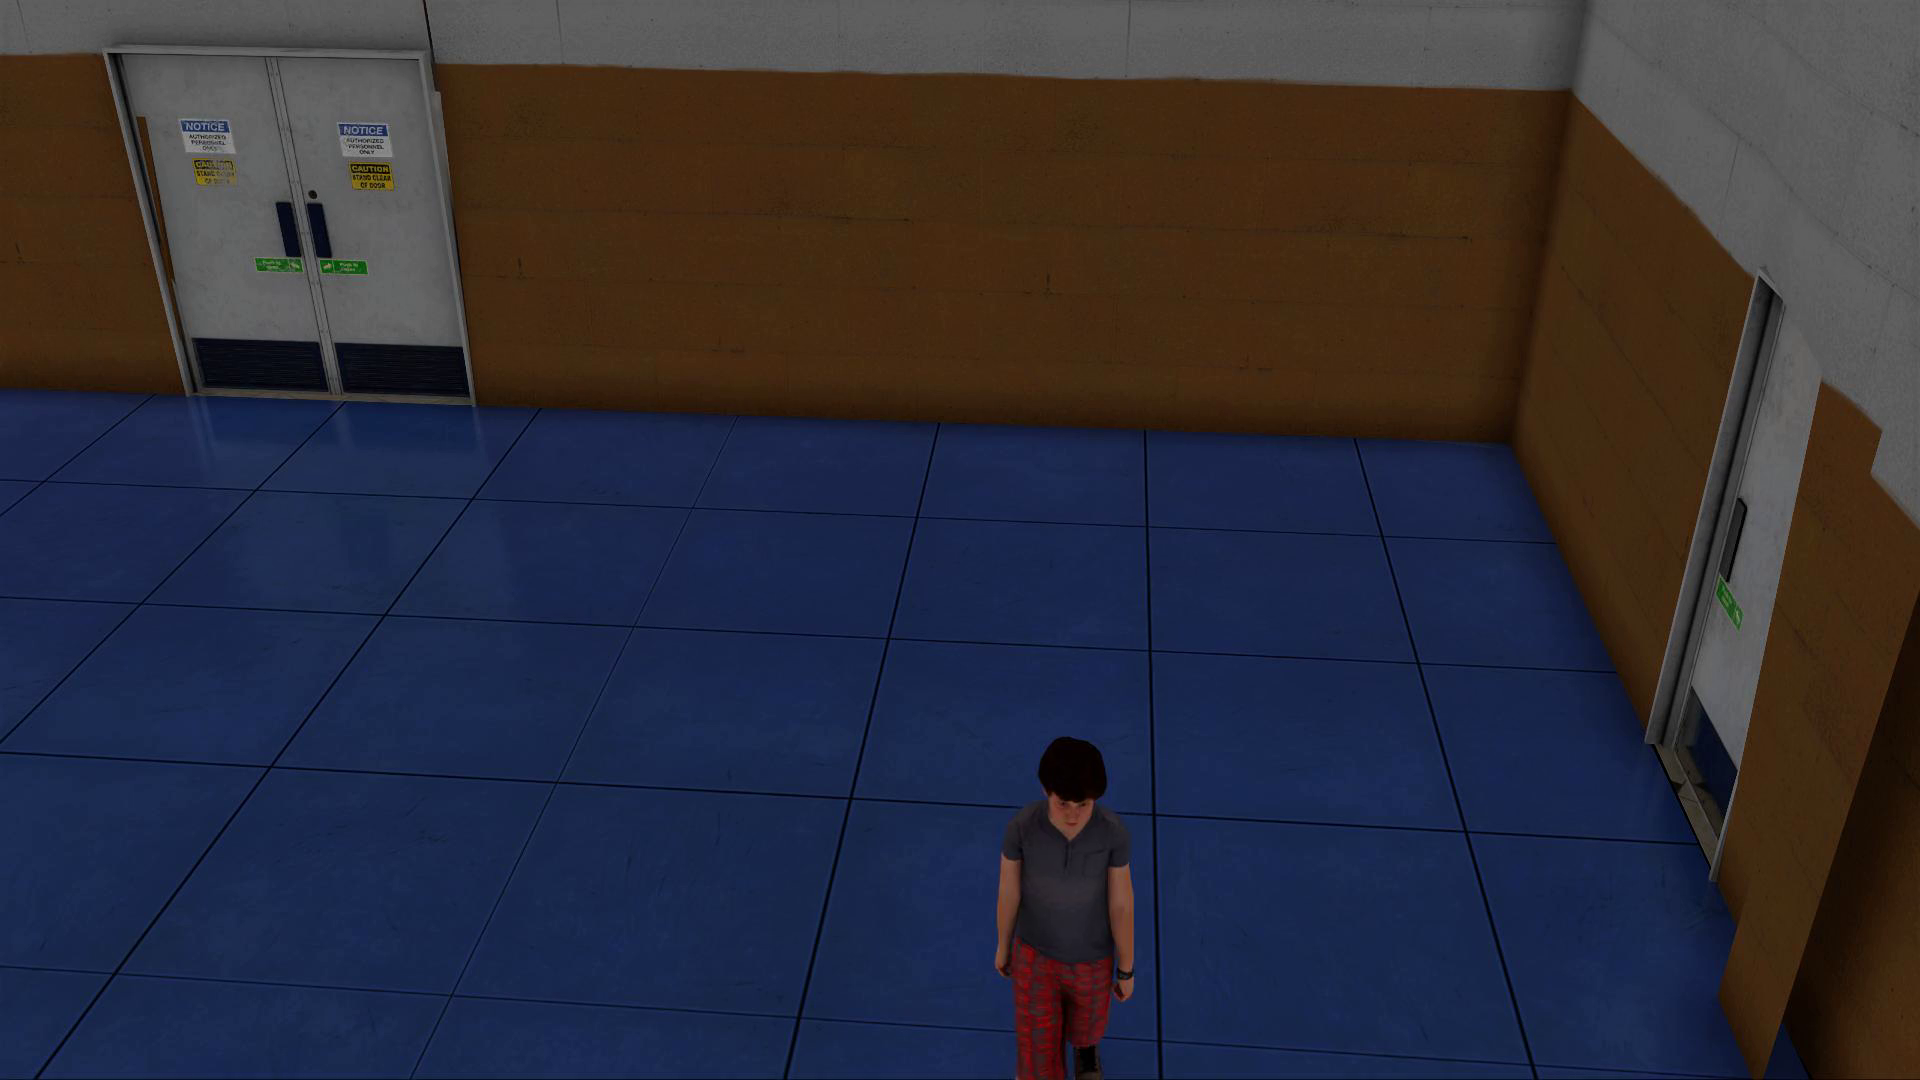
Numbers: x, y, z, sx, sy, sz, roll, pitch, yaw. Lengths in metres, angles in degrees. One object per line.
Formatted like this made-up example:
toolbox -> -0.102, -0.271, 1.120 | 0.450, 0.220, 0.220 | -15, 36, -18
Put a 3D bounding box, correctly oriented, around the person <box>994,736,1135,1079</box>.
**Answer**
person -> 0.354, 1.294, 5.358 | 0.606, 1.620, 1.032 | 3, 29, 5
